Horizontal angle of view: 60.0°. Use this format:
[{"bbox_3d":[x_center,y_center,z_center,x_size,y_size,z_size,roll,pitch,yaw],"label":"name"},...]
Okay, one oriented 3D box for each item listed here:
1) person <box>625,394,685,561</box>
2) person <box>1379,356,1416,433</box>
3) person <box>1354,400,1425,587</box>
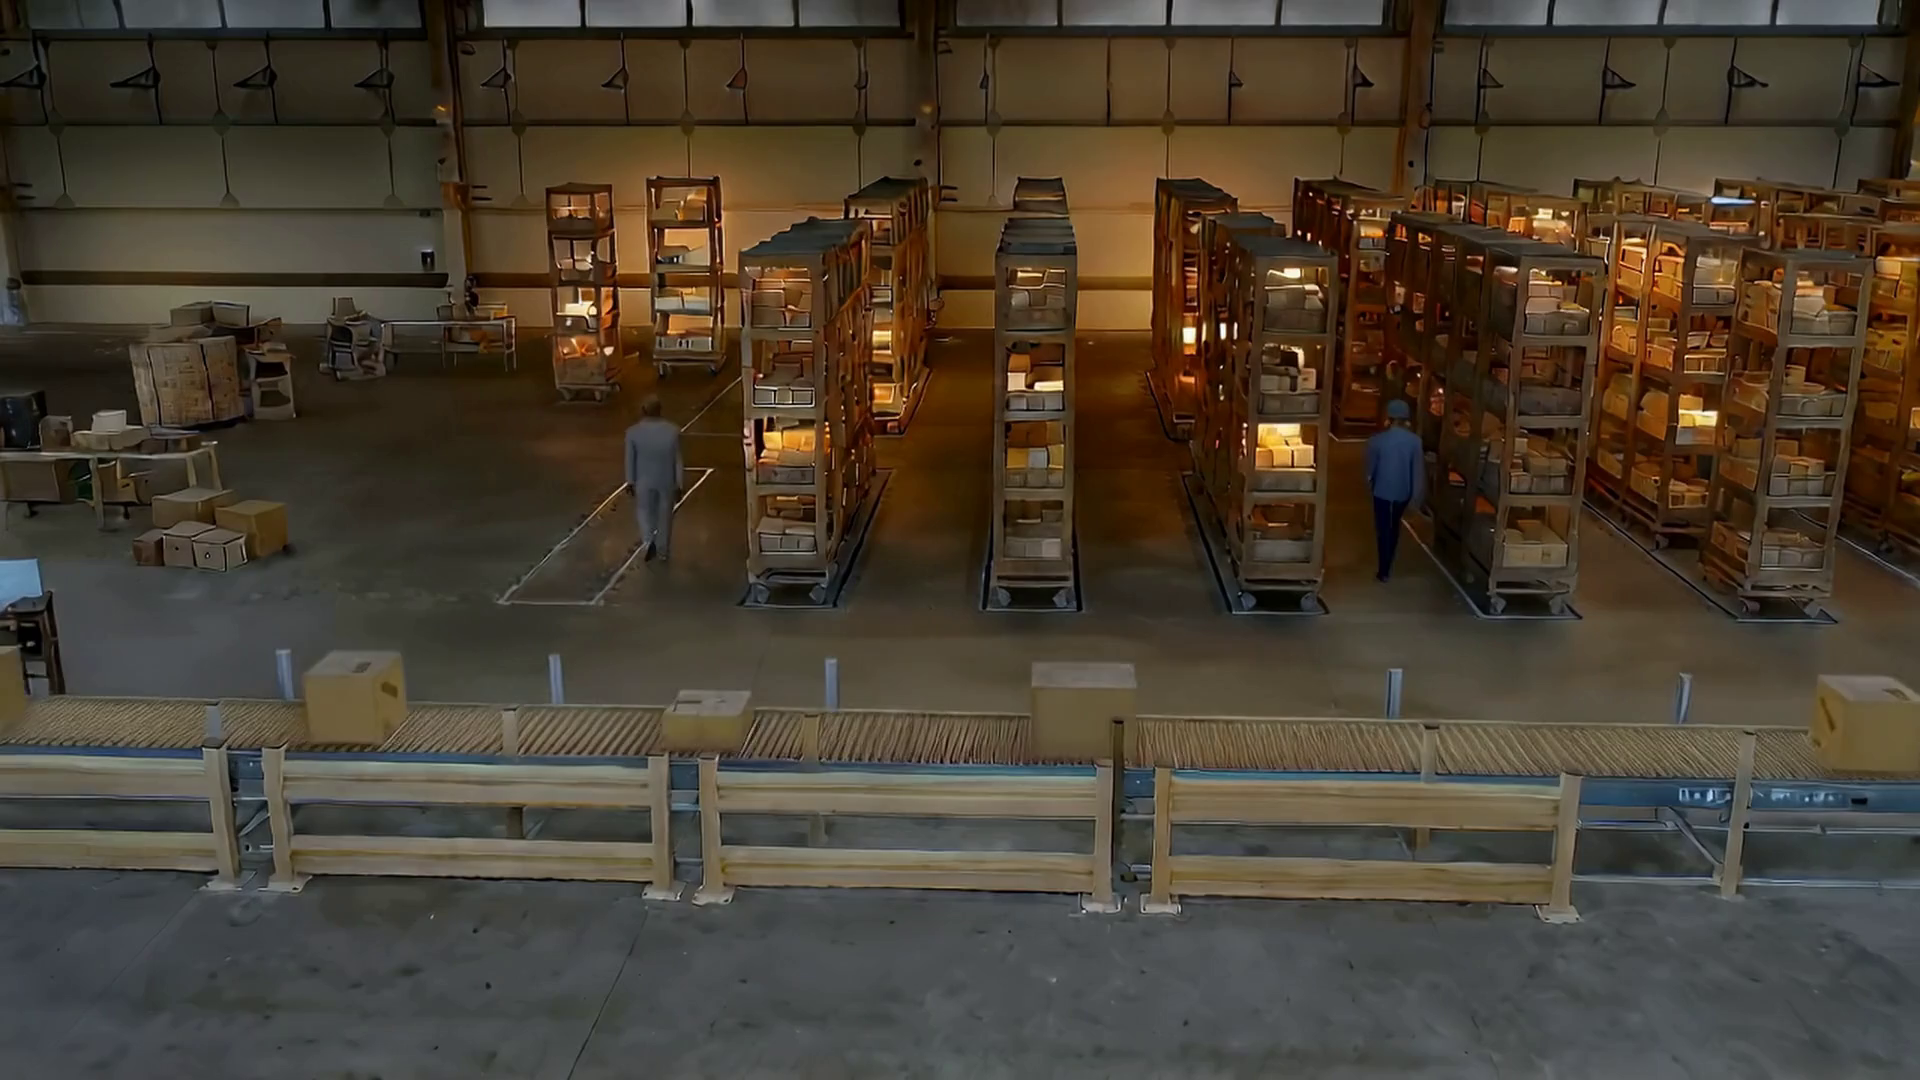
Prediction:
[{"bbox_3d":[-3.362,-0.663,18.413,0.645,1.894,0.573,-3,15,-13],"label":"person"},{"bbox_3d":[6.282,-2.035,23.636,0.781,1.824,0.572,2,15,9],"label":"person"},{"bbox_3d":[4.584,-0.536,17.831,0.634,1.949,0.961,-1,15,-3],"label":"person"}]
